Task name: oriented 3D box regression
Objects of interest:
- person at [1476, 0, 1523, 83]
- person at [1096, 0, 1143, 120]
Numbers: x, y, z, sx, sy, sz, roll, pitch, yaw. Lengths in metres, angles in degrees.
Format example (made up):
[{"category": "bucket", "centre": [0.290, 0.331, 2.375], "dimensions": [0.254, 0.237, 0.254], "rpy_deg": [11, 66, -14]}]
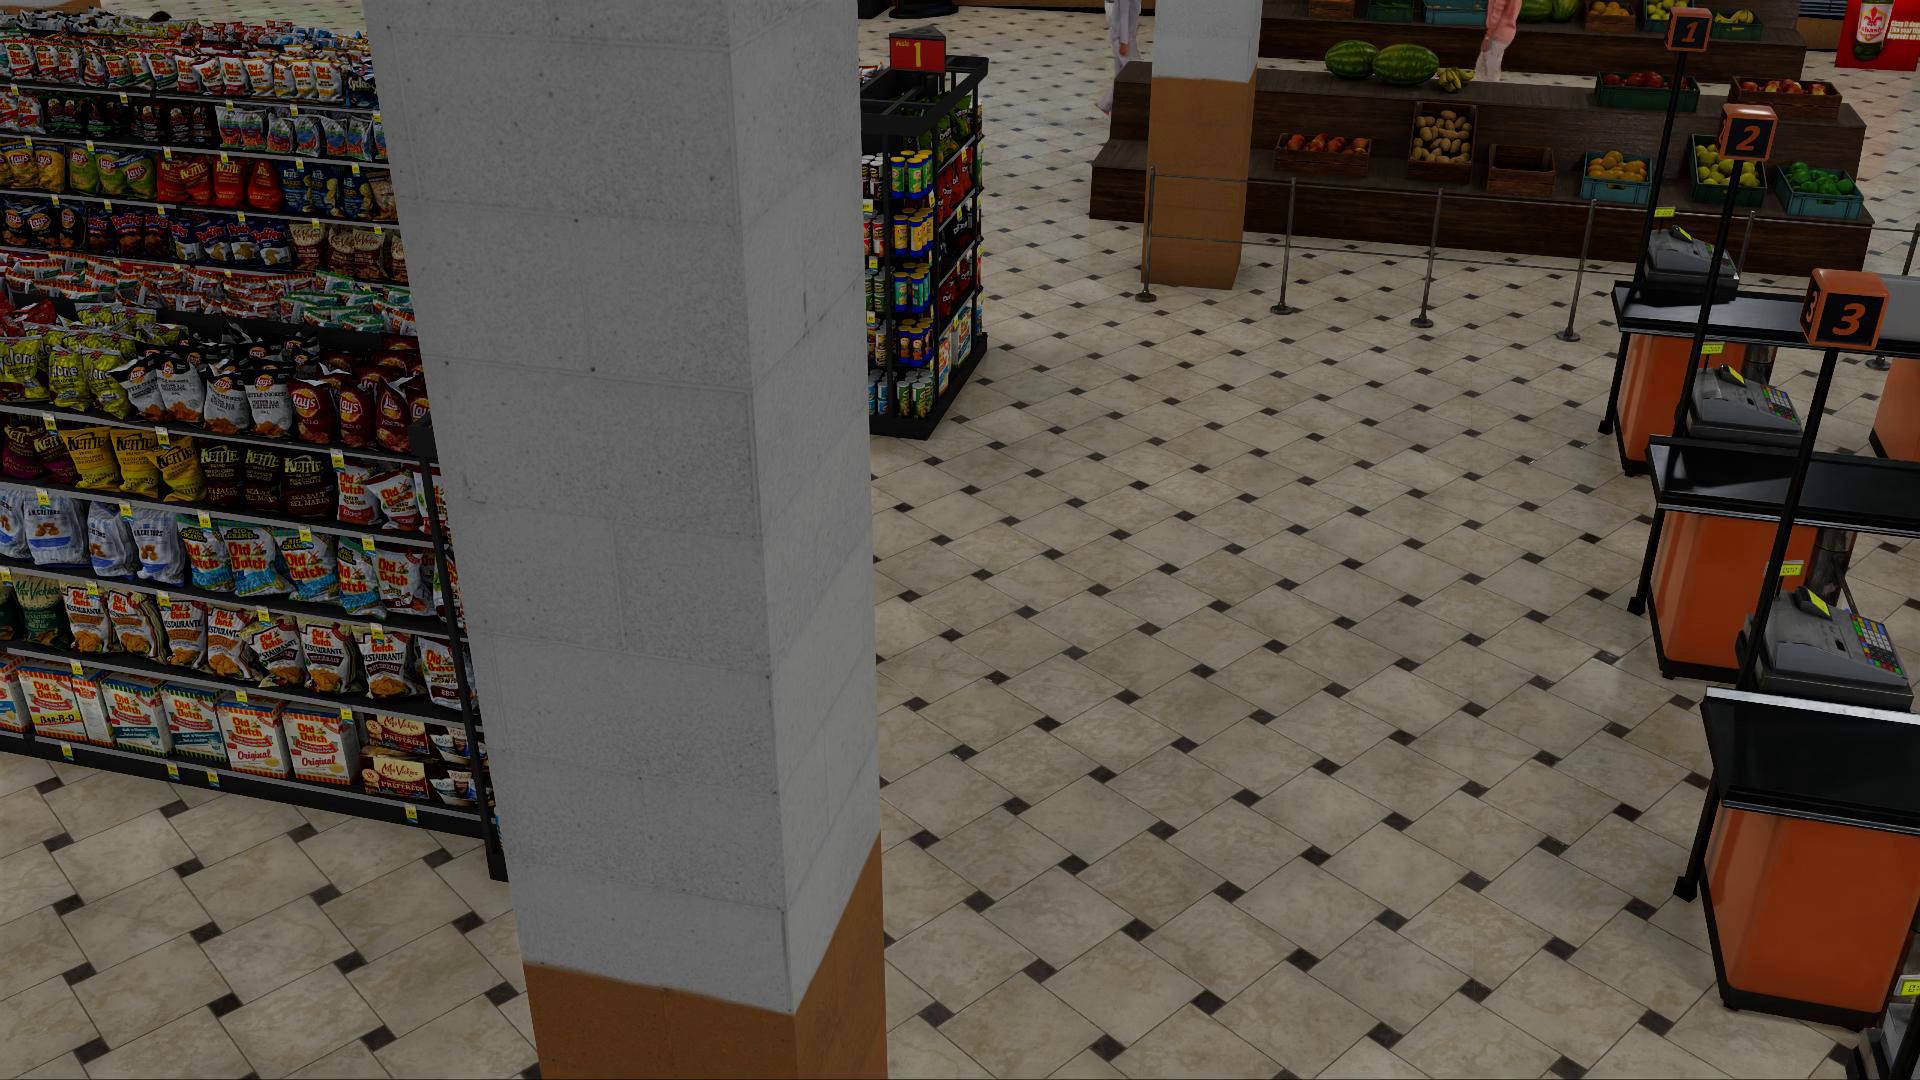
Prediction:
[{"category": "person", "centre": [5.414, -4.969, 16.427], "dimensions": [0.688, 1.713, 0.678], "rpy_deg": [17, 33, 28]}, {"category": "person", "centre": [1.538, -4.940, 16.412], "dimensions": [0.739, 1.676, 0.717], "rpy_deg": [3, 29, 6]}]
